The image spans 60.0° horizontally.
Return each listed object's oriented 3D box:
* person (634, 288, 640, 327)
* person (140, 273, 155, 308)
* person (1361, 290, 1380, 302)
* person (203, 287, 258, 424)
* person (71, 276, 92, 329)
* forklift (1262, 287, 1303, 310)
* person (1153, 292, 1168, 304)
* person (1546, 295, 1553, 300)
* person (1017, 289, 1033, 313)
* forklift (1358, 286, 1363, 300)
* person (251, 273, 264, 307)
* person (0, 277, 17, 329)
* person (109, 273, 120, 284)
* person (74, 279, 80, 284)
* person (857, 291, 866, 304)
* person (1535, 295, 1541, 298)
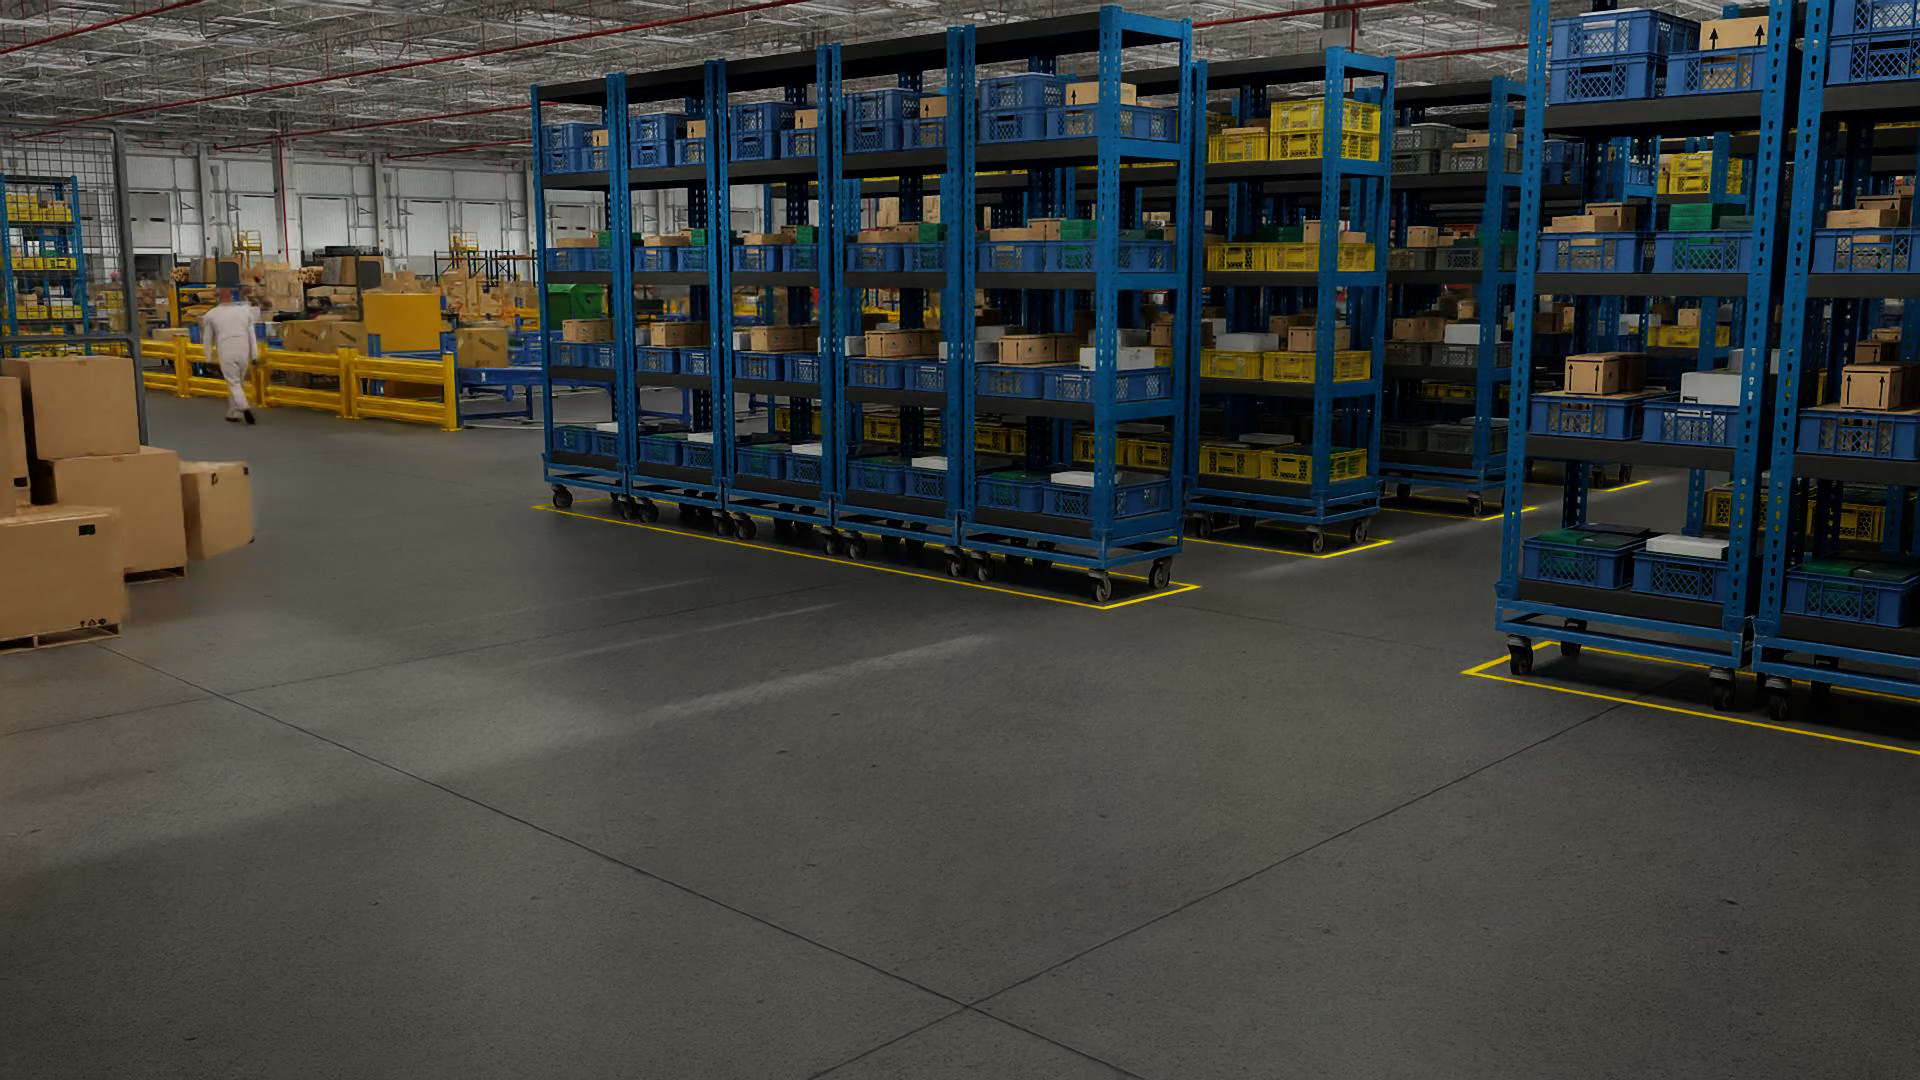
[{"bbox_3d":[-10.564,-7.460,53.544,0.394,1.620,0.500,7,12,37],"label":"person"},{"bbox_3d":[-35.093,-10.597,71.917,0.638,1.914,0.854,4,10,23],"label":"person"},{"bbox_3d":[6.845,-3.430,27.900,0.823,1.926,0.606,-4,10,-24],"label":"person"},{"bbox_3d":[-9.723,-2.461,22.259,0.965,1.846,0.650,9,13,44],"label":"person"},{"bbox_3d":[-28.801,-7.728,54.291,1.028,1.911,0.627,0,9,0],"label":"person"},{"bbox_3d":[10.769,-8.203,54.240,1.129,2.768,1.873,8,12,42],"label":"forklift"},{"bbox_3d":[6.229,-7.098,51.189,0.555,1.649,0.855,3,10,18],"label":"person"},{"bbox_3d":[16.853,-6.502,47.302,0.532,1.734,0.720,-9,13,-43],"label":"person"},{"bbox_3d":[1.130,-3.754,30.422,0.530,1.746,0.530,5,11,29],"label":"person"},{"bbox_3d":[11.100,-7.017,46.970,1.873,2.768,1.129,9,13,43],"label":"forklift"},{"bbox_3d":[-25.261,-8.651,59.949,0.738,1.904,0.561,-1,9,-6],"label":"person"},{"bbox_3d":[-29.601,-7.307,51.727,0.596,1.910,0.427,-9,13,-43],"label":"person"},{"bbox_3d":[-37.426,-10.856,73.561,0.549,1.880,0.992,1,9,3],"label":"person"},{"bbox_3d":[-45.107,-12.828,85.308,0.381,1.995,0.612,4,10,25],"label":"person"},{"bbox_3d":[-4.126,-9.884,68.163,0.541,1.696,0.315,-4,10,-22],"label":"person"},{"bbox_3d":[15.344,-6.149,44.901,0.604,1.826,0.404,0,9,0],"label":"person"}]
